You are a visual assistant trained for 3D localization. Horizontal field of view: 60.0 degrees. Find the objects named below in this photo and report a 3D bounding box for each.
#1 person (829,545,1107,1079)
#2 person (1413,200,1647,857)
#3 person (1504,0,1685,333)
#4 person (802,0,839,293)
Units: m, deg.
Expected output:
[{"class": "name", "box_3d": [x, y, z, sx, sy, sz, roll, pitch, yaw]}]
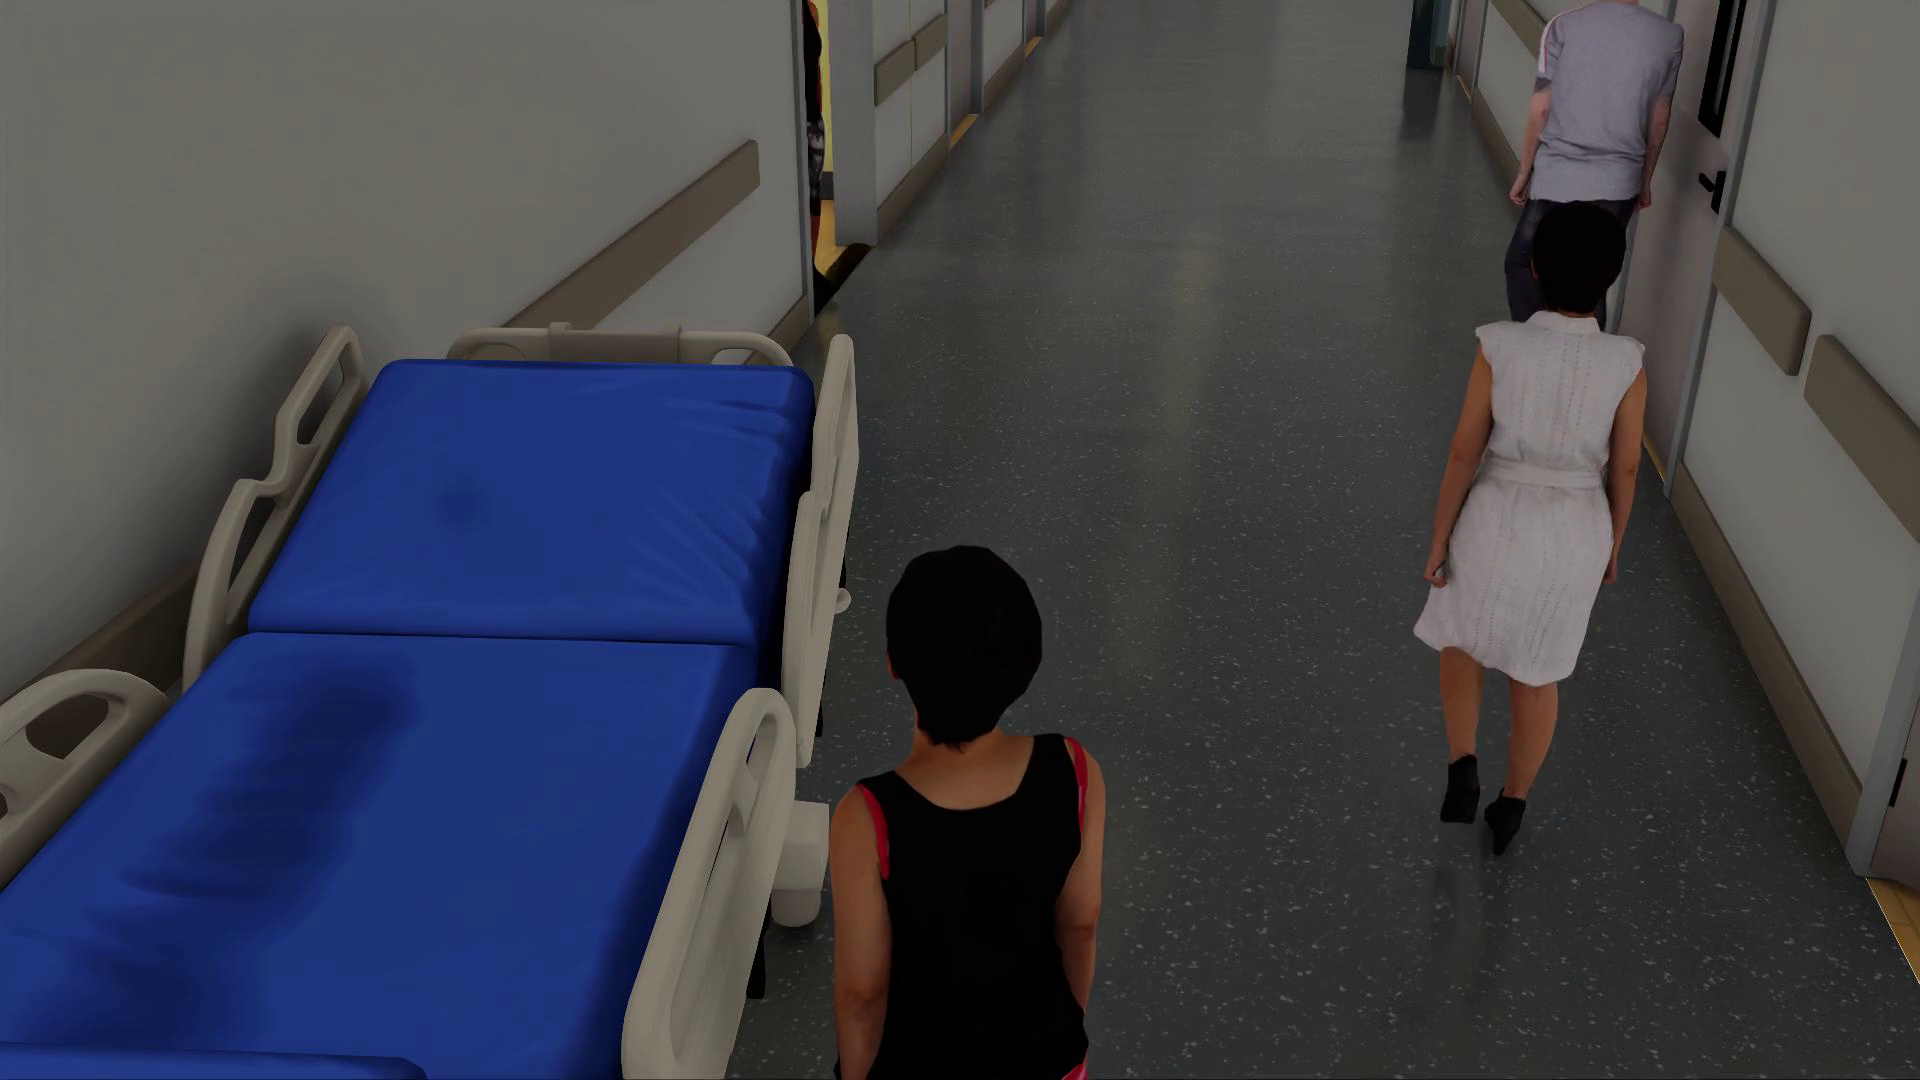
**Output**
[{"class": "person", "box_3d": [0.009, 0.713, 2.296, 0.589, 1.552, 0.682, -9, 27, -19]}, {"class": "person", "box_3d": [1.258, 0.052, 3.686, 0.592, 1.536, 0.648, 7, 27, 14]}, {"class": "person", "box_3d": [2.296, -1.267, 6.092, 0.626, 1.821, 0.750, 3, 26, 6]}, {"class": "person", "box_3d": [-0.866, -1.986, 7.775, 1.004, 1.653, 0.859, 20, 32, 35]}]
